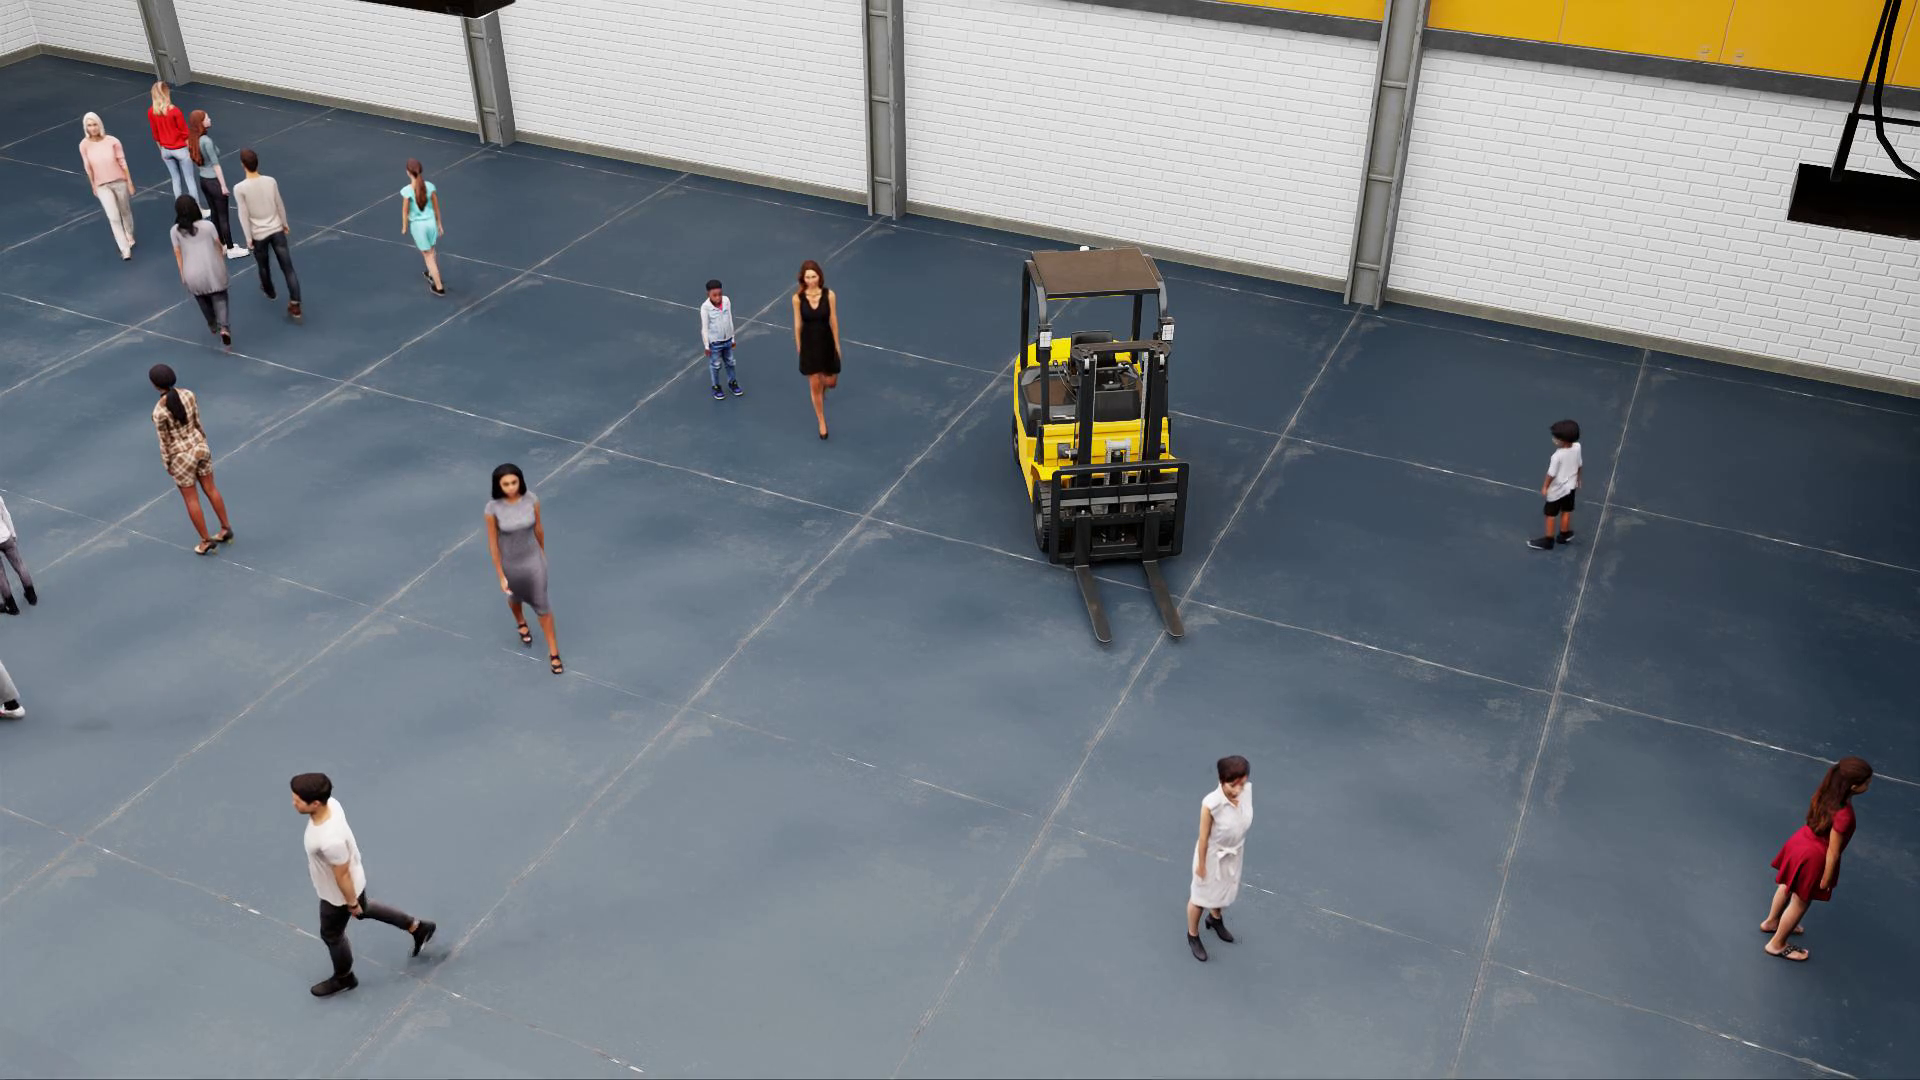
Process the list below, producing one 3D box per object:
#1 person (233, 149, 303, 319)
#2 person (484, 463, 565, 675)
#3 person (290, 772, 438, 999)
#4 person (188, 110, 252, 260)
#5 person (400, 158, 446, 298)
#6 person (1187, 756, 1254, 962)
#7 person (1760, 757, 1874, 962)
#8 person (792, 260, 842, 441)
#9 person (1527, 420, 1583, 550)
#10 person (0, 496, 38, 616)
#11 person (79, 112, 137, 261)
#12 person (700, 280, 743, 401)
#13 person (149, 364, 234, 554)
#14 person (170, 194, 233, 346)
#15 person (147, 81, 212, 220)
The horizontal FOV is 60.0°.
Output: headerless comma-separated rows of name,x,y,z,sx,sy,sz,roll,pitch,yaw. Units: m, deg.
person,-7.395,-3.245,17.858,1.034,1.818,1.311,-25,41,-32
person,-3.415,0.151,12.819,1.011,1.740,1.133,-15,36,-21
person,-3.658,2.026,10.037,1.103,1.698,1.044,-12,35,-17
person,-8.633,-4.118,19.241,0.566,1.742,0.693,27,42,34
person,-5.894,-3.437,18.406,0.759,1.533,0.944,-28,43,-36
person,1.611,1.939,10.300,0.638,1.552,0.654,-23,40,-31
person,5.287,1.943,10.295,0.693,1.551,0.632,3,34,4
person,-1.347,-1.826,15.720,0.868,1.823,0.889,-6,34,-9
person,5.205,-0.495,14.239,0.685,1.245,0.691,-8,35,-12
person,-7.783,0.018,13.436,0.541,1.279,0.523,22,39,29
person,-9.852,-4.143,19.341,1.058,1.672,1.166,-15,36,-21
person,-2.393,-2.017,16.517,0.571,1.257,0.615,-19,38,-26
person,-6.494,-0.686,14.034,0.553,1.789,0.581,16,37,22
person,-7.909,-2.792,17.391,1.005,1.581,1.046,-9,35,-14
person,-9.507,-4.706,20.160,0.561,1.704,0.734,4,34,6
